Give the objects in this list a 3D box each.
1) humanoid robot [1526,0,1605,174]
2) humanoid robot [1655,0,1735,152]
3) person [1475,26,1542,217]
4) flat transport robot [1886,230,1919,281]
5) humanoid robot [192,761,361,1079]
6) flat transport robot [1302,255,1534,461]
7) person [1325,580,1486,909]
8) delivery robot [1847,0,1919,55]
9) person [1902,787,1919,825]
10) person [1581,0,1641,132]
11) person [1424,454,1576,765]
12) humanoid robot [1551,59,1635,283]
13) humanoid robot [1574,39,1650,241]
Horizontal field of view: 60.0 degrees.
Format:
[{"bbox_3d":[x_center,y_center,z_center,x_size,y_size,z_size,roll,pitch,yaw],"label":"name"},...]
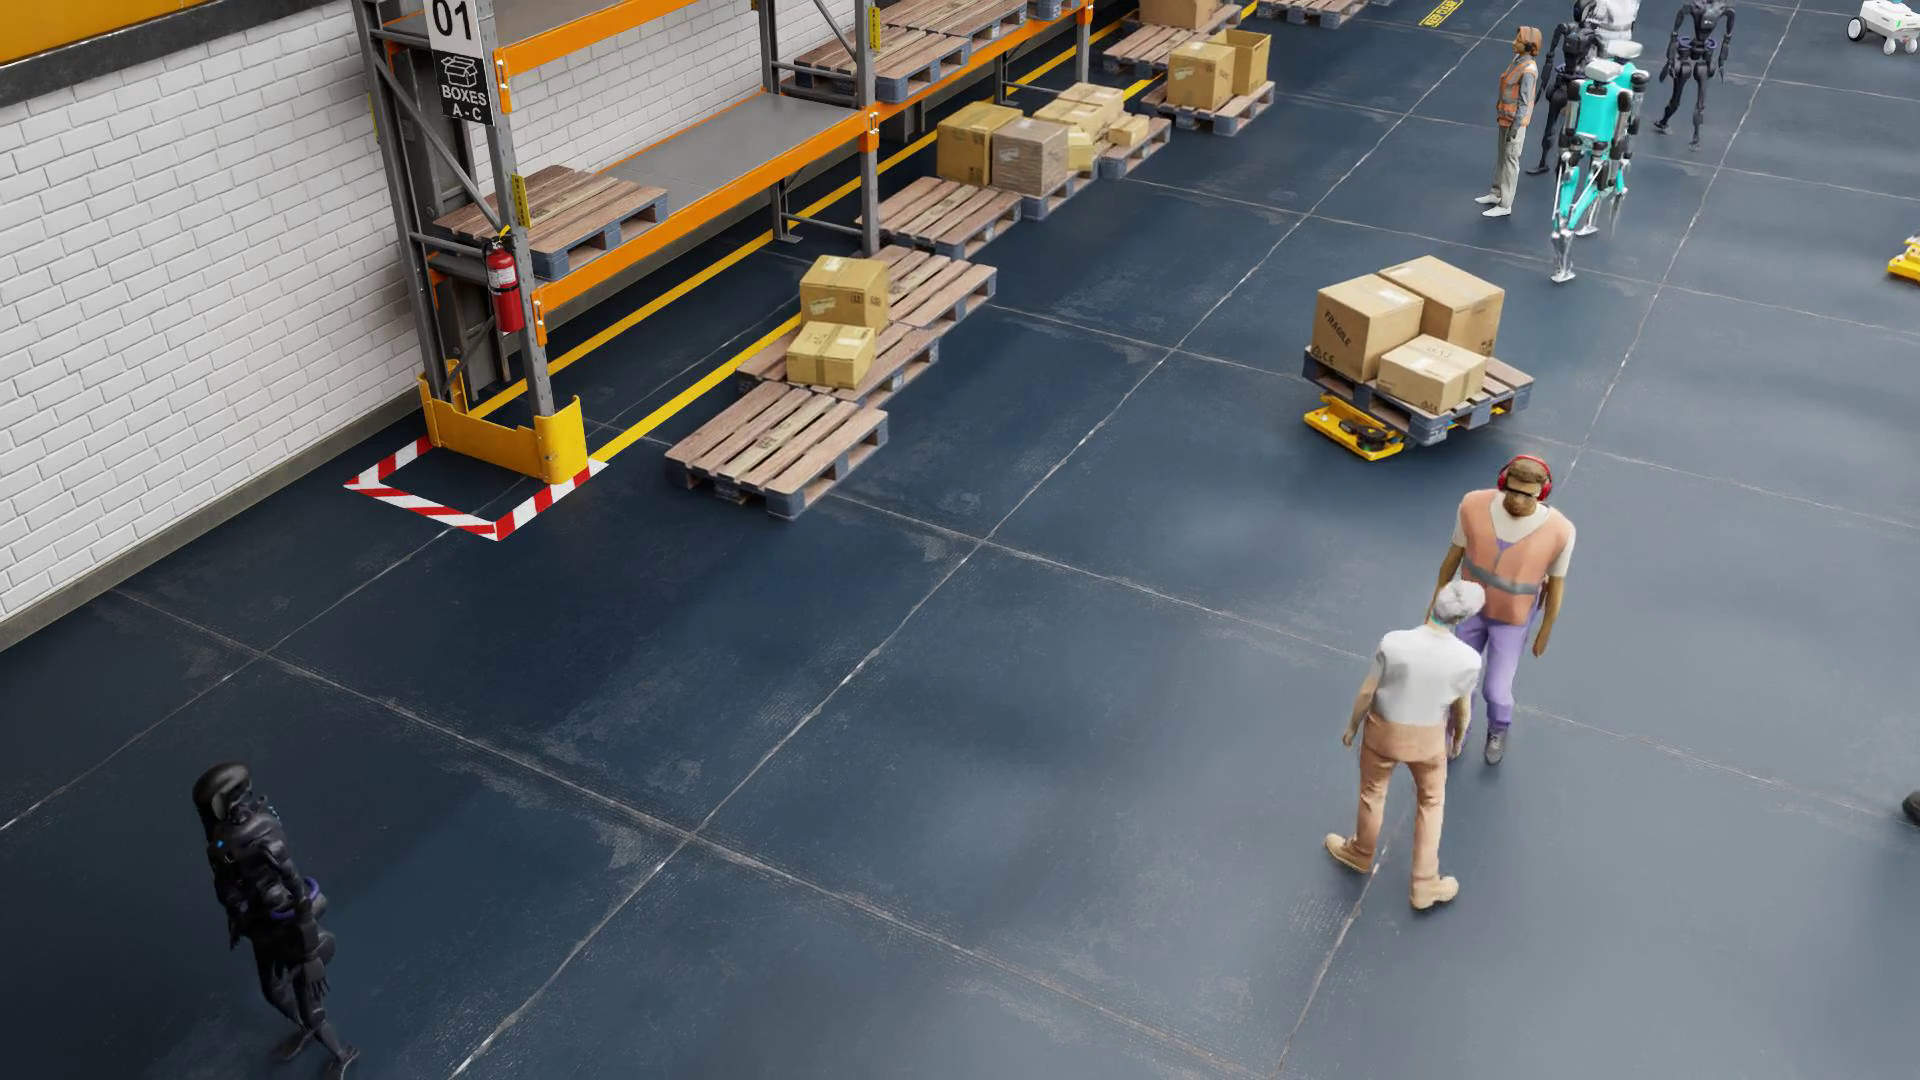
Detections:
[{"bbox_3d":[5.503,-4.063,15.005,0.315,1.657,0.599,-24,40,-31],"label":"humanoid robot"},{"bbox_3d":[7.013,-4.582,15.842,0.585,1.618,0.684,5,34,7],"label":"humanoid robot"},{"bbox_3d":[4.771,-3.618,14.372,0.306,1.644,0.513,2,34,4],"label":"person"},{"bbox_3d":[8.320,-2.418,13.806,1.431,0.231,0.659,-28,43,-36],"label":"flat transport robot"},{"bbox_3d":[-2.687,1.521,6.565,0.590,1.641,0.324,19,38,27],"label":"humanoid robot"},{"bbox_3d":[3.150,-0.944,11.576,1.431,0.231,0.659,-20,38,-27],"label":"flat transport robot"},{"bbox_3d":[2.048,0.912,7.462,0.630,1.713,0.446,3,34,5],"label":"person"},{"bbox_3d":[10.429,-5.806,18.691,0.499,0.614,0.808,-5,34,-8],"label":"delivery robot"},{"bbox_3d":[4.997,0.810,7.549,0.588,1.785,0.986,-18,38,-25],"label":"person"},{"bbox_3d":[6.303,-4.858,16.227,0.529,1.665,0.785,-7,34,-11],"label":"person"},{"bbox_3d":[2.621,0.353,8.199,0.602,1.831,0.448,25,41,33],"label":"person"},{"bbox_3d":[4.842,-2.852,13.129,0.736,1.780,0.554,-28,42,-35],"label":"humanoid robot"},{"bbox_3d":[5.438,-3.277,13.866,0.736,1.876,0.544,-28,43,-36],"label":"humanoid robot"}]
